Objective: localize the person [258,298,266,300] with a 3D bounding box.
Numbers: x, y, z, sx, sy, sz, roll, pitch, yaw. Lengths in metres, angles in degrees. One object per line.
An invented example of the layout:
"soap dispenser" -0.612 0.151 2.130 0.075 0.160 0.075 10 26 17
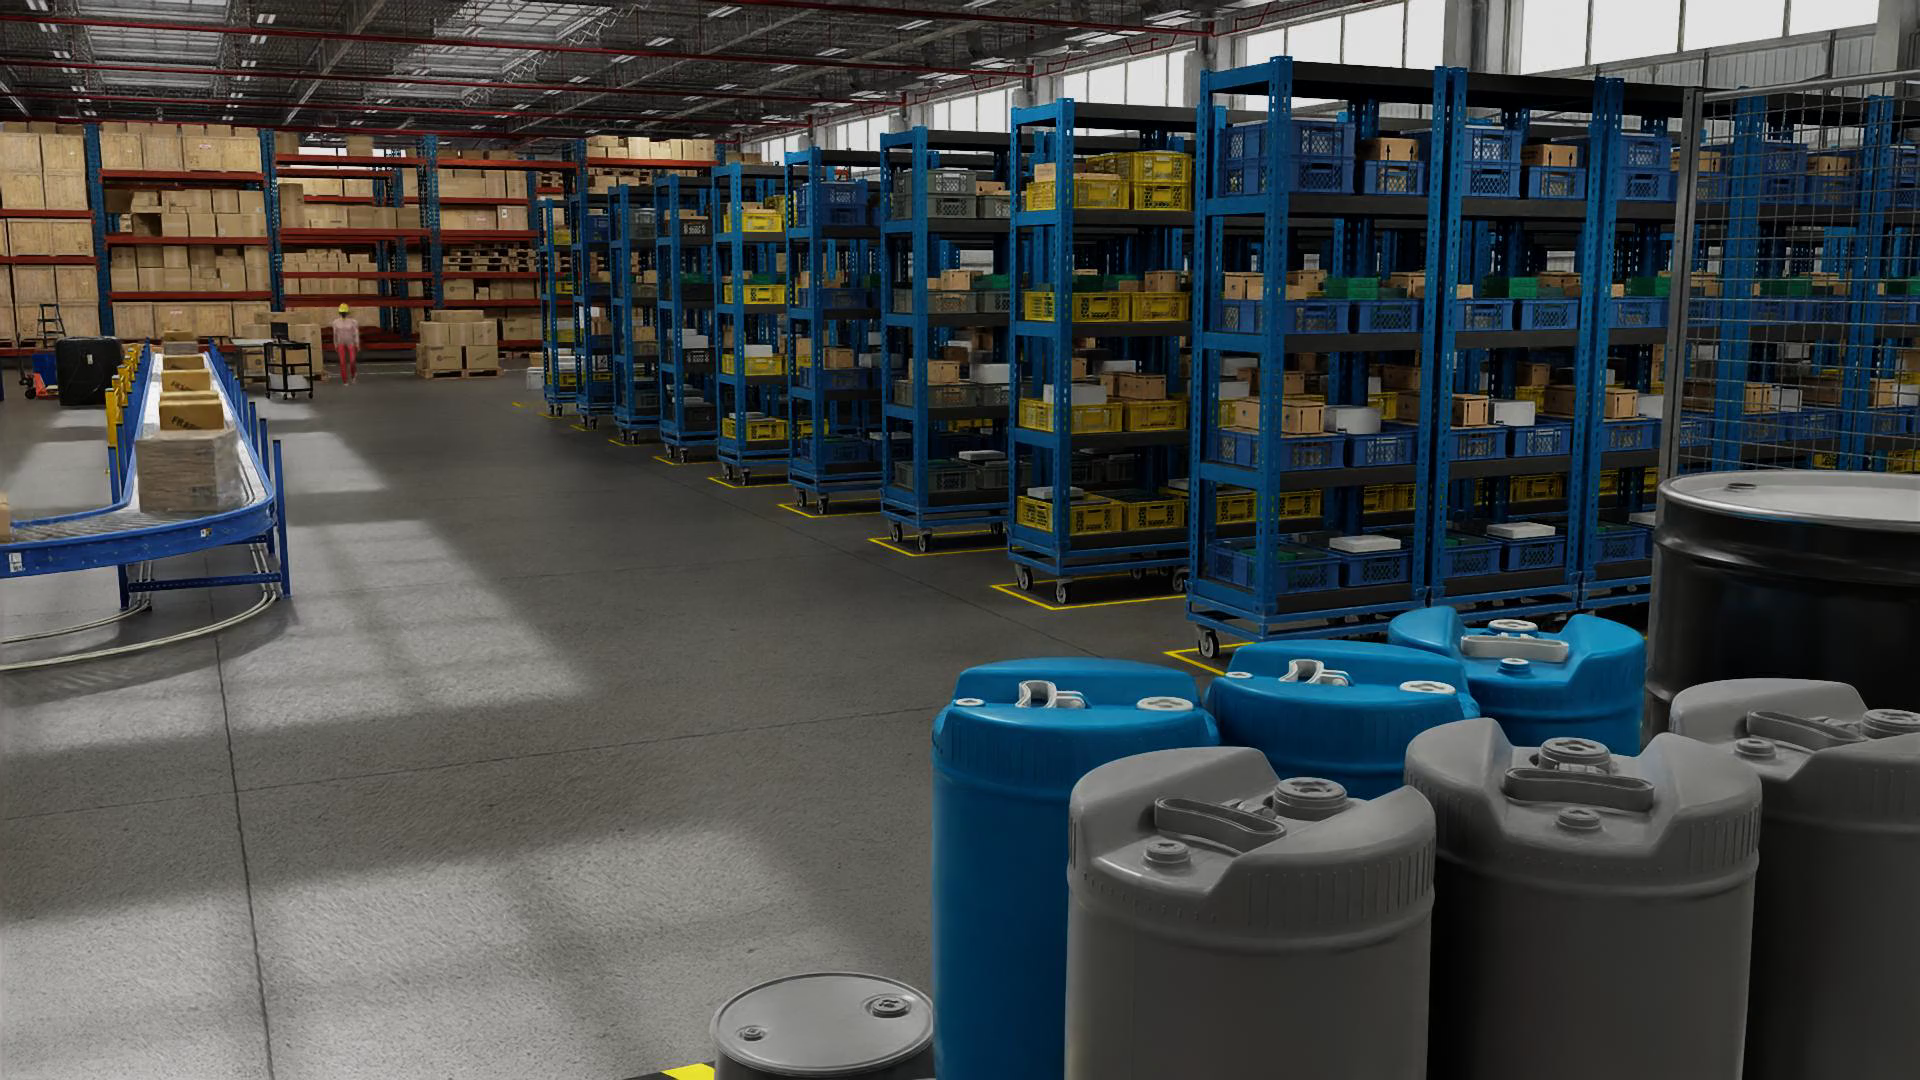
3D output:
"person" -20.258 -6.264 48.517 0.895 1.712 0.547 -6 11 -33

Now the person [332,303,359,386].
"person" -13.072 -4.169 35.441 0.523 1.757 0.565 -2 9 -15

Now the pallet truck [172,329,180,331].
"pallet truck" -17.275 -3.851 35.096 1.601 1.201 0.680 0 9 1

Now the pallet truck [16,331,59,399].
"pallet truck" -17.082 -3.353 31.781 1.630 1.274 0.653 -4 10 -25
